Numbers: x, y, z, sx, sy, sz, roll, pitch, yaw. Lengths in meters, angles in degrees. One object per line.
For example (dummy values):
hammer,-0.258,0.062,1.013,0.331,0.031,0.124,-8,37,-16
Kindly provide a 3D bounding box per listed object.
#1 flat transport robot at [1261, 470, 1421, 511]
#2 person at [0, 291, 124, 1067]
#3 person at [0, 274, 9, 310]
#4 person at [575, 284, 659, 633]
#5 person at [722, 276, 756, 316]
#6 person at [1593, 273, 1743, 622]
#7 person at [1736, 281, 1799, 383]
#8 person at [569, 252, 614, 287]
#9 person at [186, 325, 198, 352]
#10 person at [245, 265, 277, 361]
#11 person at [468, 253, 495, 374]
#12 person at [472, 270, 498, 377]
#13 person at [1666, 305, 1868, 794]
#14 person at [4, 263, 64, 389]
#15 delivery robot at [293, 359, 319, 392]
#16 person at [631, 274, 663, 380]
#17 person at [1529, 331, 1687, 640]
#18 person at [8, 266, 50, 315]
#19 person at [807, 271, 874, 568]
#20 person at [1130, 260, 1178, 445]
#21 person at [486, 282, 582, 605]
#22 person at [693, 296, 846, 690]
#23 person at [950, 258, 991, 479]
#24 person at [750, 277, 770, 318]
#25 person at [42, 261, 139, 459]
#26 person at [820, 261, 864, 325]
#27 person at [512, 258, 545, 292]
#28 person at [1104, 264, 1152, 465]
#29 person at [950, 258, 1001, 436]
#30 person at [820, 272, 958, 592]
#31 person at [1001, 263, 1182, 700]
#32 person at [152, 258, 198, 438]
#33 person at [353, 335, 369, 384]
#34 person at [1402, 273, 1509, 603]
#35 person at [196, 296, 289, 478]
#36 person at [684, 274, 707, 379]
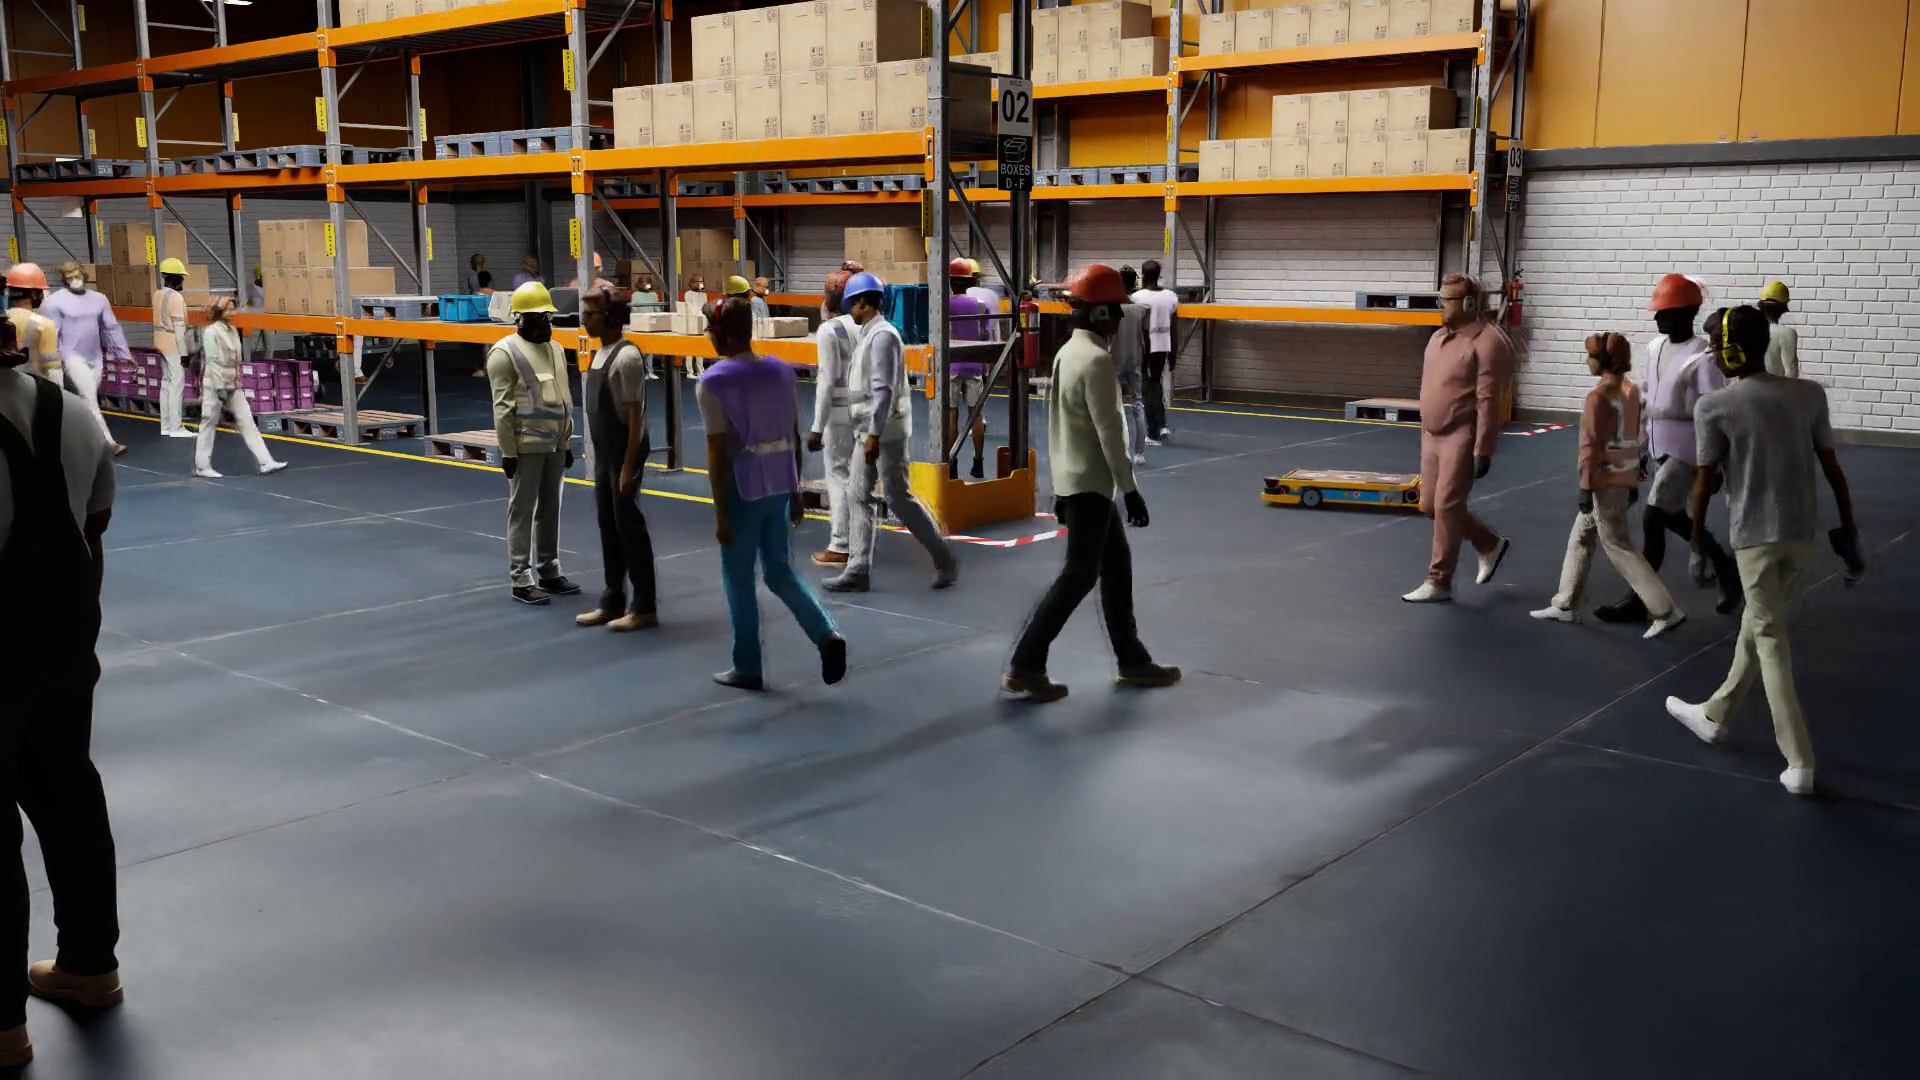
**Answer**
flat transport robot,3.149,-0.403,13.107,1.431,0.197,0.652,4,11,22
person,-2.480,0.281,4.179,0.537,2.000,0.689,2,10,14
person,-13.185,-2.832,22.969,0.486,1.658,0.538,-9,13,-41
person,-1.821,-0.427,8.789,0.341,1.843,0.516,-6,12,-31
person,-2.036,-1.578,15.554,0.329,1.765,0.526,-5,11,-27
person,3.949,-0.486,8.978,0.910,1.905,0.549,-1,10,-8
person,6.185,-1.088,12.747,0.300,1.772,0.530,-4,11,-23
person,-4.621,-2.657,21.118,0.652,1.957,0.942,-4,11,-23
person,-11.009,-2.891,23.442,0.529,1.623,0.510,7,12,37
person,-10.776,-3.339,25.537,0.590,1.788,0.865,-10,14,-43
person,-7.674,-3.621,26.691,0.378,1.940,0.629,3,10,16
person,-7.378,-3.361,25.994,0.522,1.710,0.575,6,12,33
person,3.079,0.008,6.408,0.594,1.803,0.942,-1,10,-7
person,-6.602,-0.990,11.766,0.564,1.919,0.501,2,10,13
delivery robot,-8.758,-2.134,21.894,0.707,0.478,0.477,9,13,41
person,-4.813,-3.286,25.686,0.375,1.621,0.516,8,13,38
person,3.446,-0.292,8.707,0.828,1.600,0.522,8,13,39
person,-11.087,-2.385,19.970,0.430,1.836,0.632,1,10,7
person,-0.728,-0.761,10.578,0.351,1.878,0.619,7,12,34
person,1.949,-1.923,17.147,0.597,1.901,0.490,-6,12,-32
person,-2.420,-0.556,9.536,0.404,1.831,0.600,4,11,23
person,-0.866,-0.180,7.452,0.676,1.816,0.585,8,13,38
person,-0.003,-1.503,14.632,0.547,1.937,0.379,-3,10,-16
person,-2.708,-2.753,22.621,0.285,1.631,0.497,1,10,8
person,-8.275,-1.709,15.914,0.978,1.885,0.732,4,11,24
person,-0.957,-1.516,14.787,0.652,1.908,0.409,-5,11,-26
person,-7.344,-3.847,28.200,0.619,1.868,0.686,8,13,38
person,1.525,-1.612,15.479,0.512,1.861,0.330,-1,10,-7
person,0.124,-2.067,17.924,0.612,1.904,0.501,-5,11,-27
person,-0.401,-0.631,9.840,0.831,1.891,0.661,-3,11,-19
person,0.590,-0.258,7.486,0.879,1.962,0.615,-1,10,-7
person,-8.416,-2.054,17.834,0.399,1.919,0.588,-10,14,-44
person,-9.014,-3.277,24.891,0.360,1.883,0.574,-2,10,-11
person,2.888,-0.582,9.551,0.681,1.885,0.646,-3,10,-17
person,-6.394,-1.332,14.616,0.832,1.595,0.546,1,10,6
person,-4.093,-3.320,25.867,0.277,1.629,0.497,7,12,34
